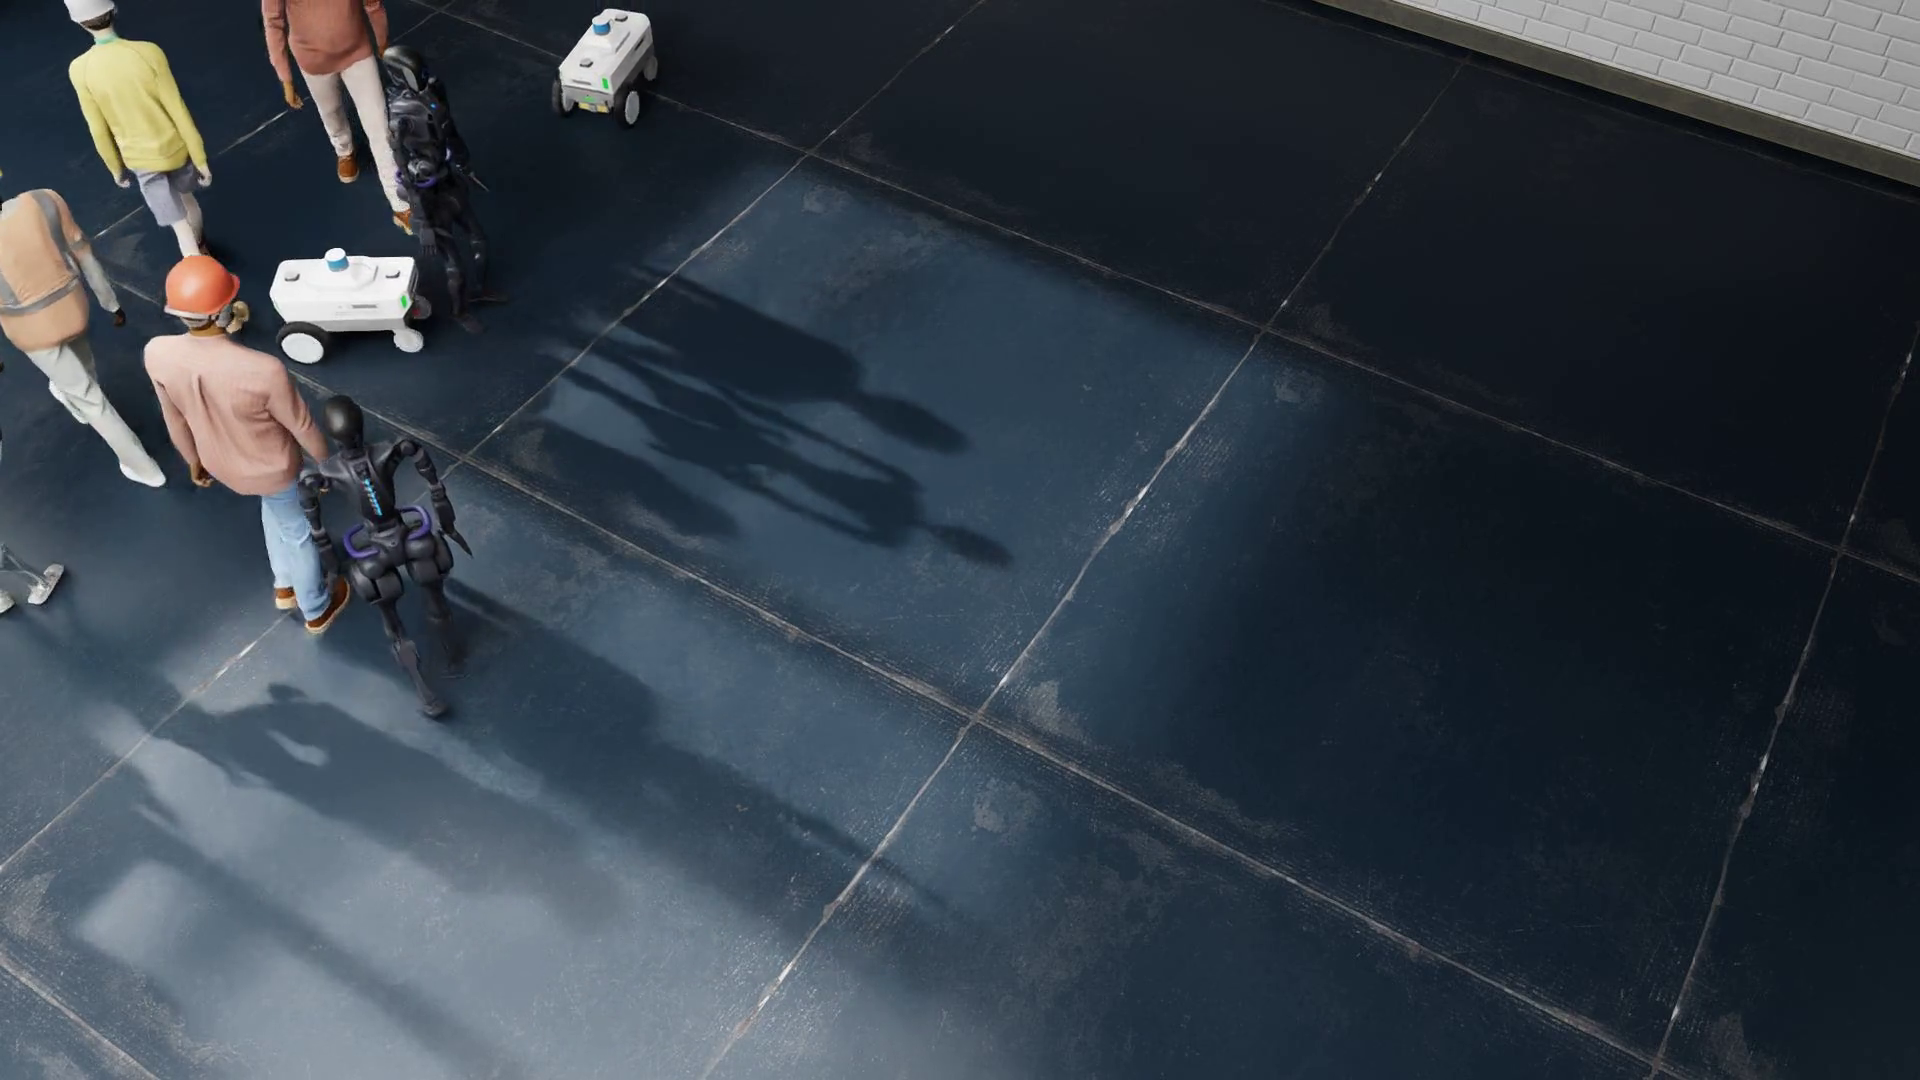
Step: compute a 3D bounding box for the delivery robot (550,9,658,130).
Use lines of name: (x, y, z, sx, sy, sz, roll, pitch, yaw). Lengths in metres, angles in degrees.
delivery robot: (-2.158, -2.895, 10.166, 0.499, 0.610, 0.808, 12, 50, 11)

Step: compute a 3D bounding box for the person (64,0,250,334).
person: (-4.110, -1.947, 8.503, 0.483, 1.811, 1.037, -25, 54, -21)

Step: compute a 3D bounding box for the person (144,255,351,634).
person: (-2.932, -0.358, 6.996, 0.645, 1.971, 0.474, 12, 50, 10)

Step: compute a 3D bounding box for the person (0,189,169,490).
person: (-4.273, -1.056, 7.667, 0.953, 1.876, 0.610, 26, 54, 21)

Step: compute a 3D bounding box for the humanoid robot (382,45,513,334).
humanoid robot: (-2.630, -1.749, 8.412, 0.334, 1.649, 0.586, 9, 49, 8)

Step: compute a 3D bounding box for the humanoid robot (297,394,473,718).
humanoid robot: (-2.303, 0.100, 6.819, 0.596, 1.686, 0.466, -23, 53, -19)

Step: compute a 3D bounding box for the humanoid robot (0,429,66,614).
humanoid robot: (-4.357, -0.311, 7.082, 0.538, 1.724, 0.753, -19, 51, -16)

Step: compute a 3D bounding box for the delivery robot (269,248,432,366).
delivery robot: (-3.216, -1.262, 8.736, 0.809, 0.606, 0.499, -2, 49, -2)

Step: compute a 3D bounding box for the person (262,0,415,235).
person: (-3.402, -2.651, 9.035, 0.677, 1.931, 1.037, -21, 52, -18)
